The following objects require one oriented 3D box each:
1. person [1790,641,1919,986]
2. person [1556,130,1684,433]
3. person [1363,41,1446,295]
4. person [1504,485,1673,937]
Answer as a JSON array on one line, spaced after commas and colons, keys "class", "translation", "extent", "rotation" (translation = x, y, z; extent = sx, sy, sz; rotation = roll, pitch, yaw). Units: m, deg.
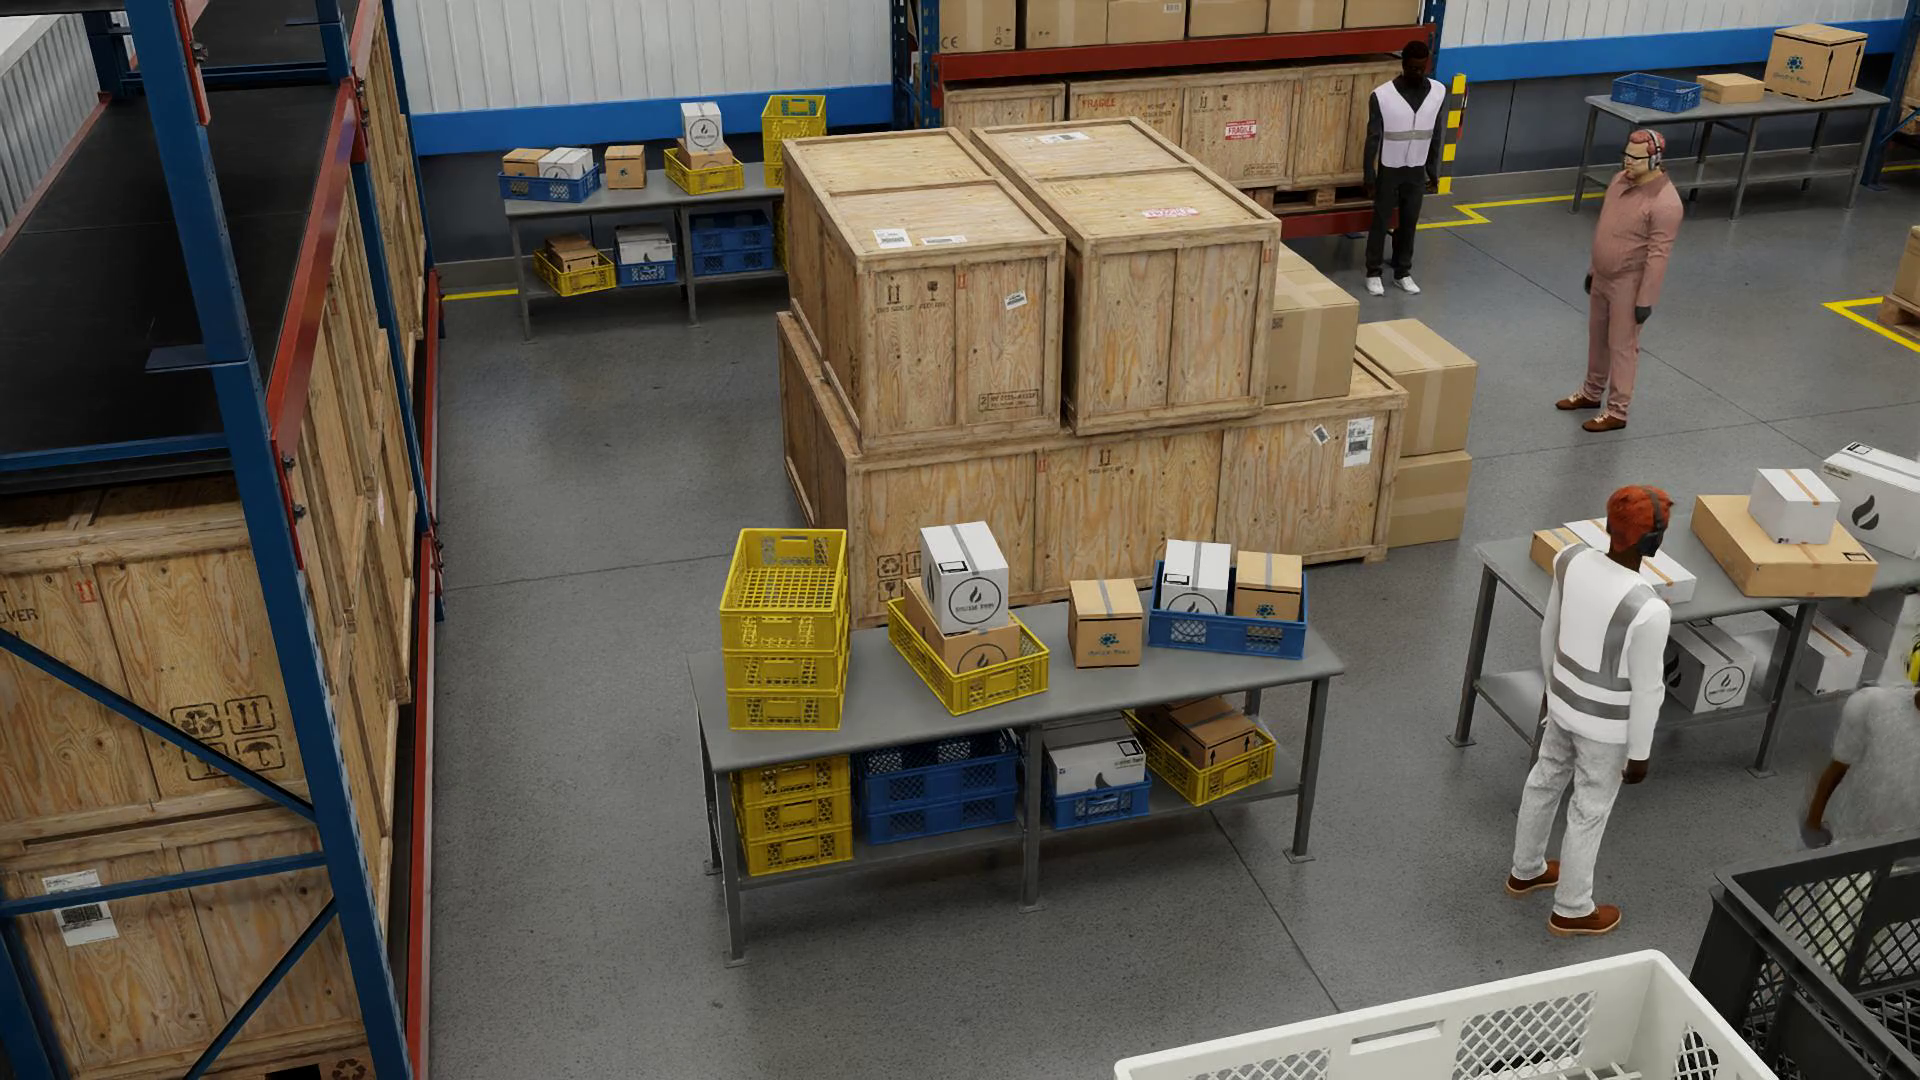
[{"class": "person", "translation": [3.059, 1.079, 5.502], "extent": [0.512, 1.853, 0.480], "rotation": [8, 30, 15]}, {"class": "person", "translation": [4.101, -1.606, 10.335], "extent": [0.401, 1.900, 0.647], "rotation": [-5, 29, -9]}, {"class": "person", "translation": [3.292, -2.784, 12.461], "extent": [0.602, 1.907, 0.405], "rotation": [-6, 30, -11]}, {"class": "person", "translation": [2.386, 0.650, 6.249], "extent": [0.355, 1.884, 0.575], "rotation": [-11, 31, -19]}]
